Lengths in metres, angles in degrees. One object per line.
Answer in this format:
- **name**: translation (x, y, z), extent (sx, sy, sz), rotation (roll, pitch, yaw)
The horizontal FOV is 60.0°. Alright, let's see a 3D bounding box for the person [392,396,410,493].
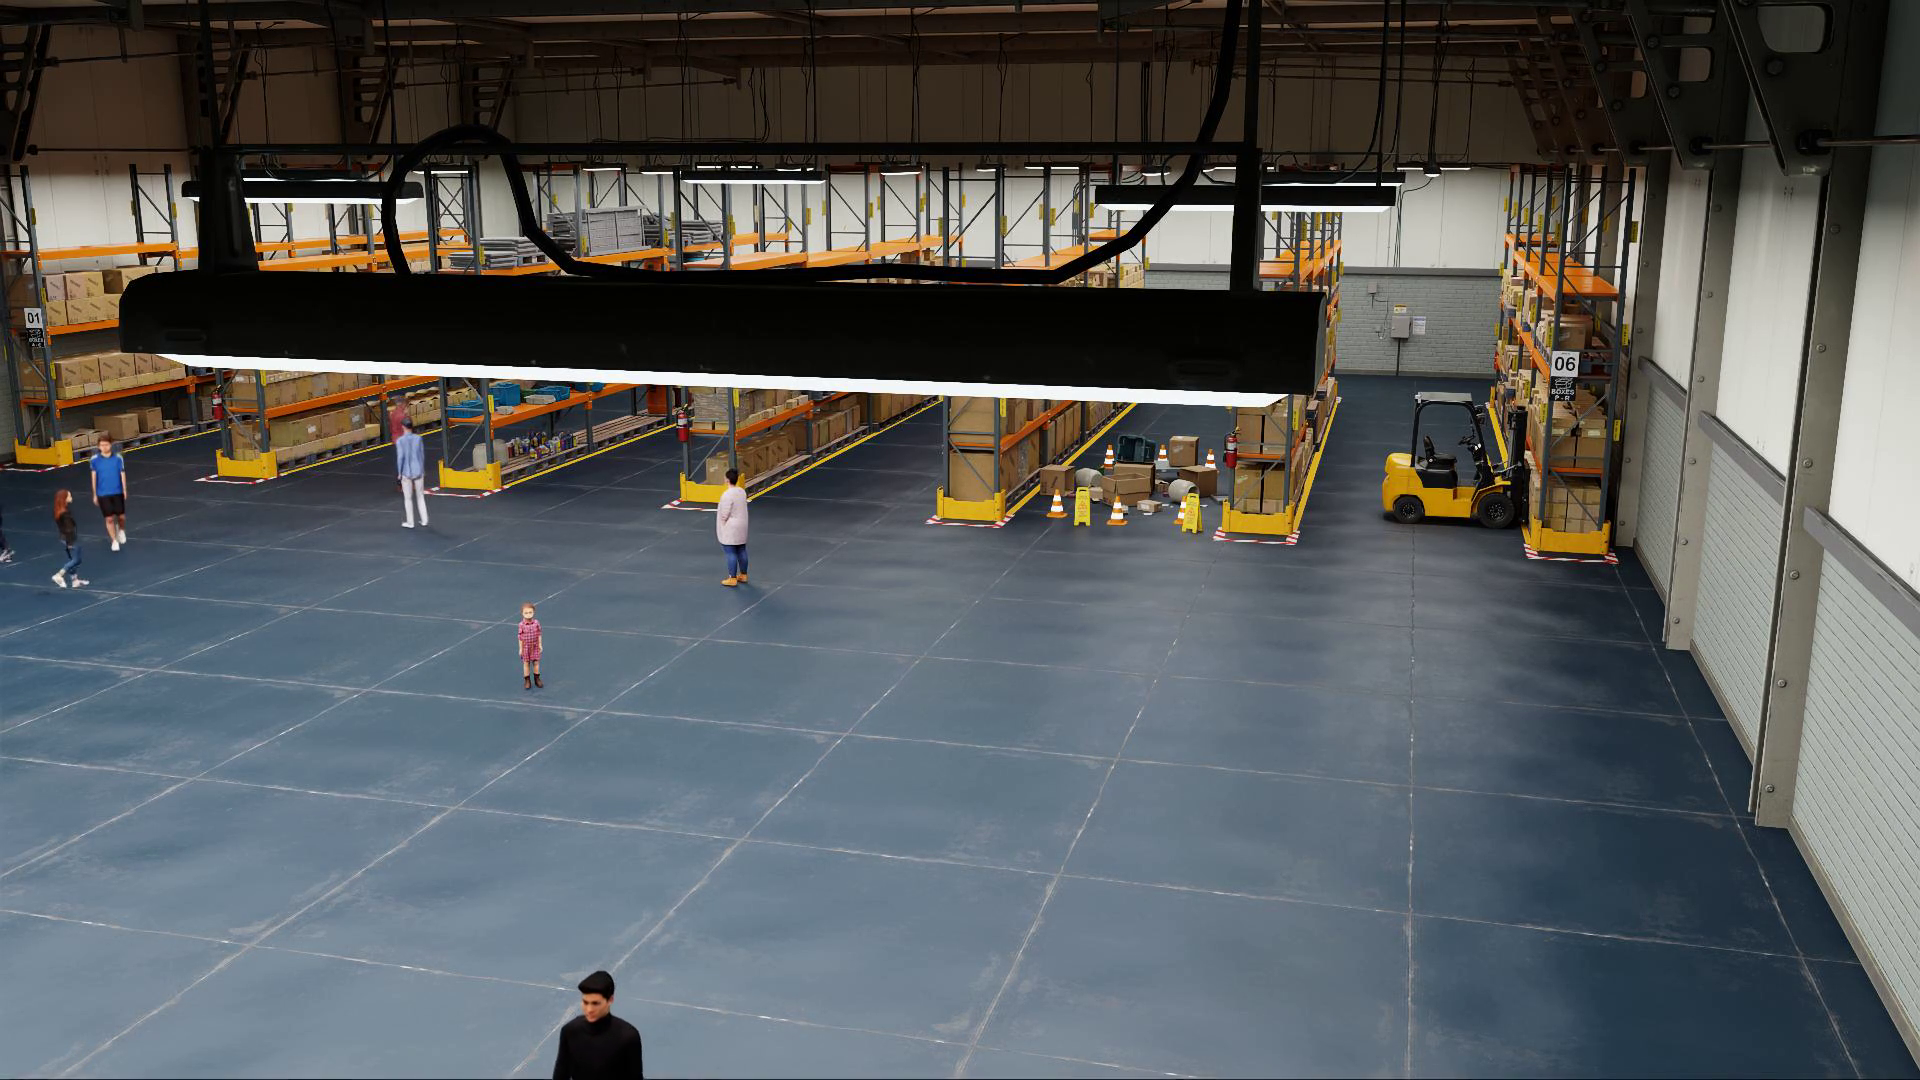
- **person**: translation (-10.540, -1.831, 31.344), extent (0.863, 1.807, 0.910), rotation (12, 18, 43)

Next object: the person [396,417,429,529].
- **person**: translation (-9.313, -1.151, 28.229), extent (0.684, 1.887, 0.799), rotation (-12, 18, -42)

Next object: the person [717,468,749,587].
- **person**: translation (-3.323, -0.205, 24.462), extent (0.828, 1.743, 0.682), rotation (9, 16, 33)

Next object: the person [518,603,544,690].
- **person**: translation (-5.107, 1.246, 19.797), extent (0.503, 1.021, 0.556), rotation (-6, 14, -24)

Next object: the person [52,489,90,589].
- **person**: translation (-13.024, 0.001, 24.171), extent (0.842, 1.473, 0.753), rotation (-12, 18, -42)

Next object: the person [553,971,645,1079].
- **person**: translation (-2.046, 3.258, 9.635), extent (0.698, 1.686, 1.079), rotation (4, 14, 18)

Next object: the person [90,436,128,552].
- **person**: translation (-13.608, -0.760, 26.614), extent (0.912, 1.853, 0.976), rotation (-7, 15, -28)
